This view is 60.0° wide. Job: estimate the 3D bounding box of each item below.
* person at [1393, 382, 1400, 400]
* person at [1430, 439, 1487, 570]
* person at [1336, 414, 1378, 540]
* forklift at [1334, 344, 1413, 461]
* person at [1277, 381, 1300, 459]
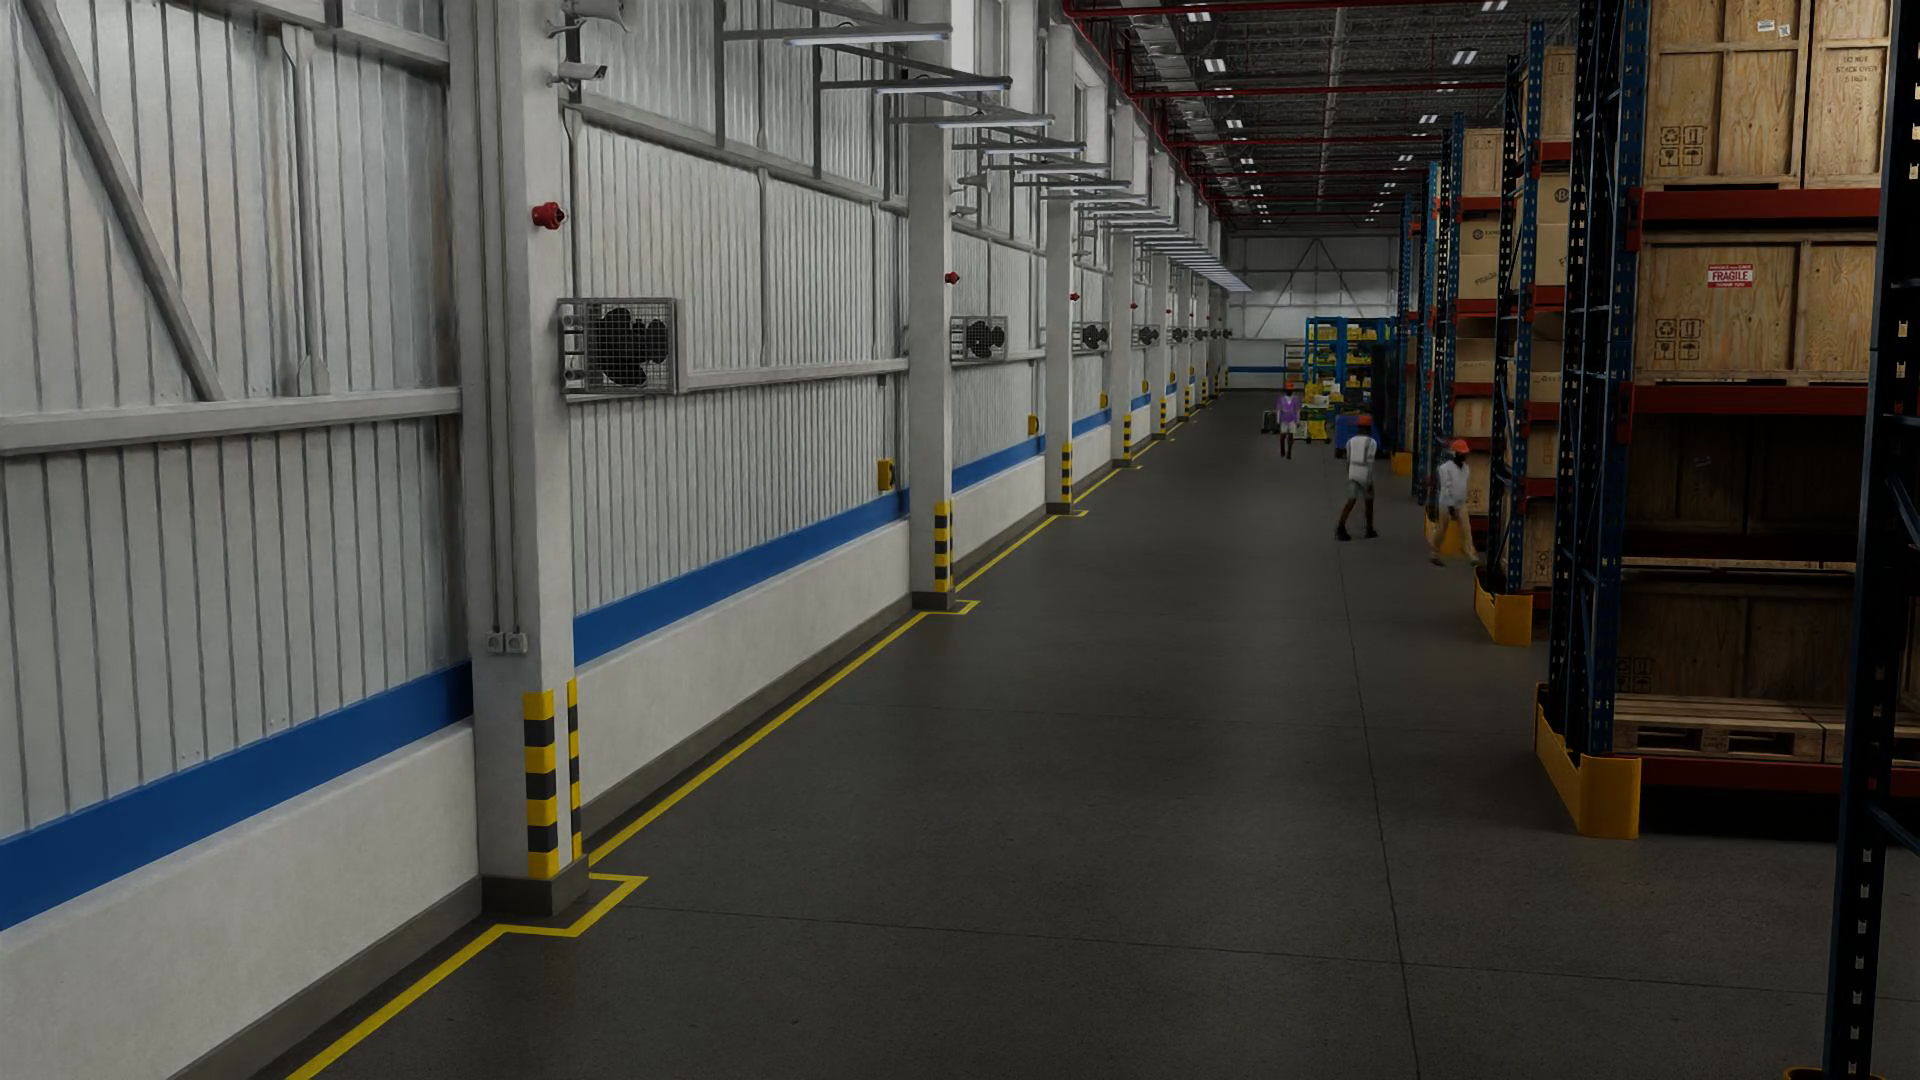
[{"bbox_3d":[12.331,-3.601,46.783,0.346,1.735,0.485,-5,9,-34],"label":"person"},{"bbox_3d":[6.508,-0.462,21.759,0.558,1.700,0.908,-4,8,-26],"label":"person"},{"bbox_3d":[5.944,-0.936,24.837,0.958,1.900,0.550,-7,10,-43],"label":"person"},{"bbox_3d":[10.009,-3.326,40.017,1.873,2.768,1.129,1,7,12],"label":"forklift"},{"bbox_3d":[8.027,-2.924,40.589,0.552,1.921,0.393,1,7,4],"label":"person"}]
